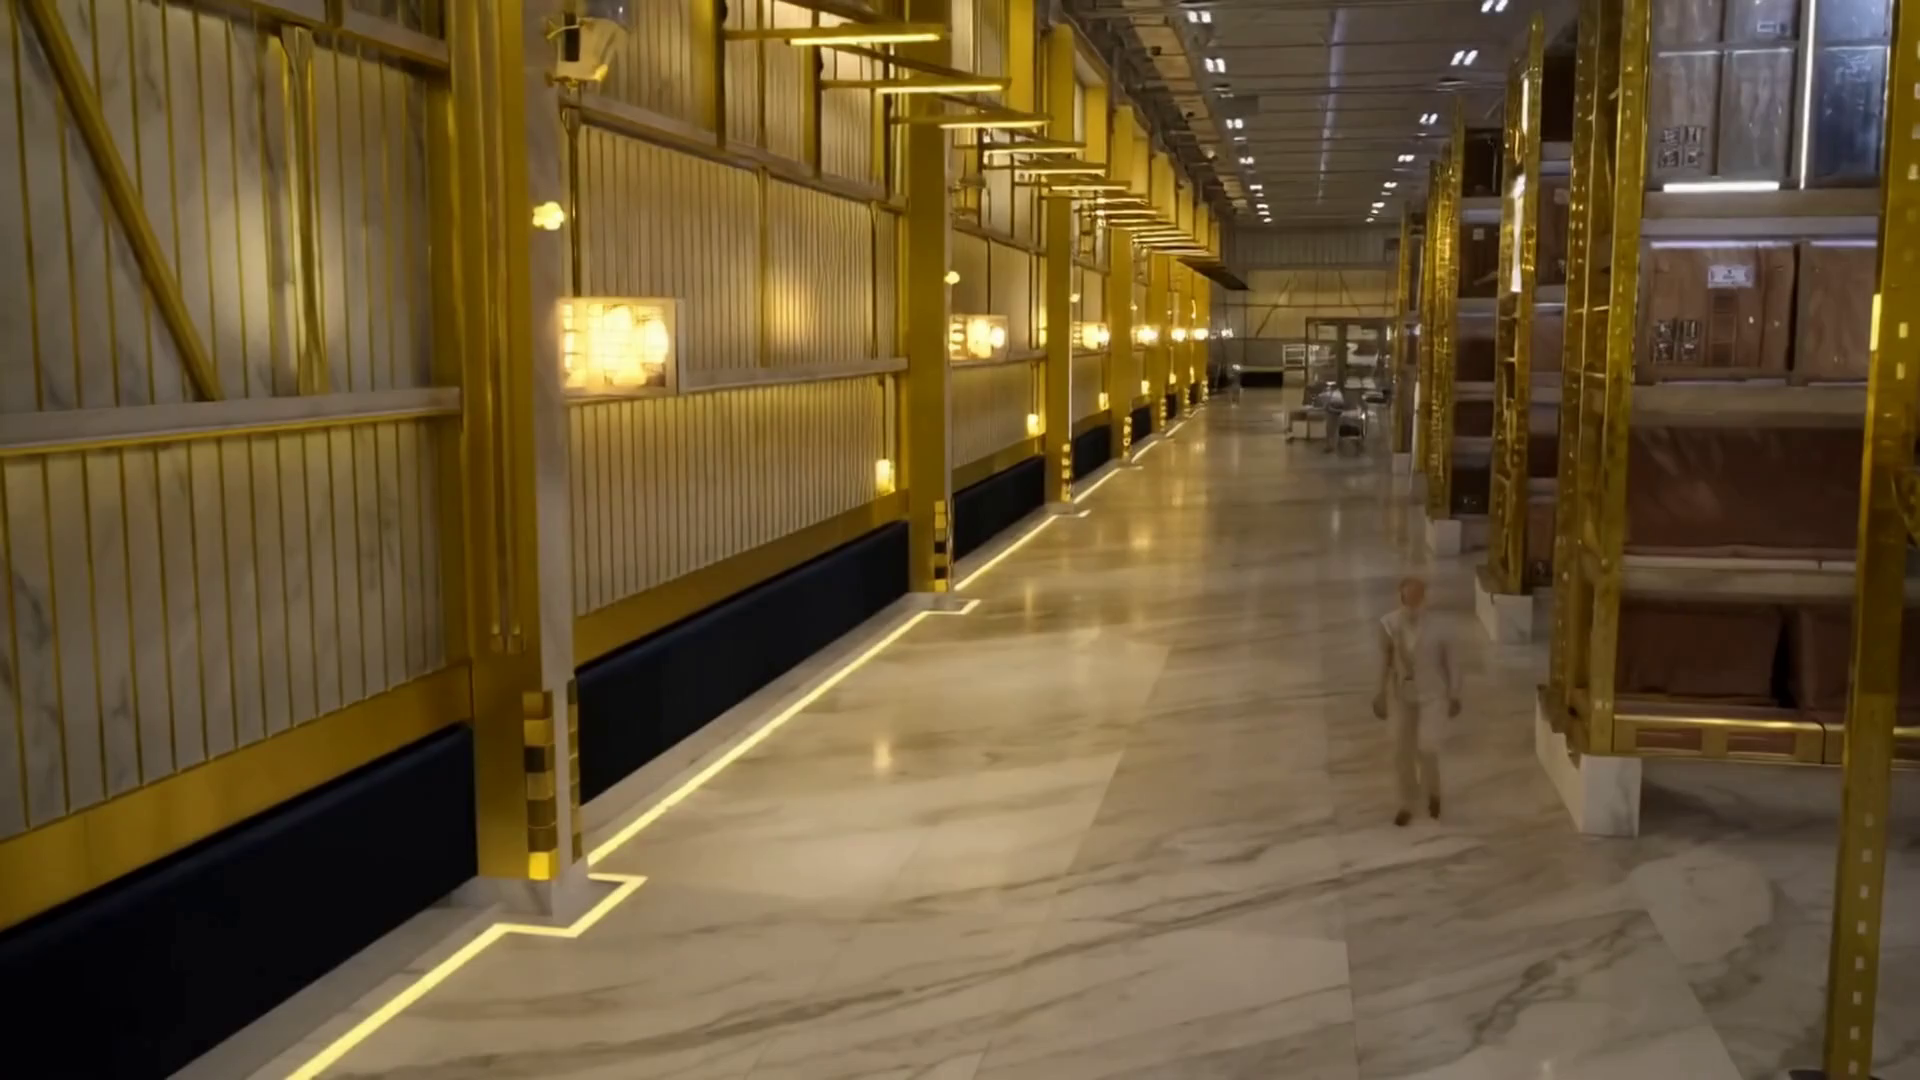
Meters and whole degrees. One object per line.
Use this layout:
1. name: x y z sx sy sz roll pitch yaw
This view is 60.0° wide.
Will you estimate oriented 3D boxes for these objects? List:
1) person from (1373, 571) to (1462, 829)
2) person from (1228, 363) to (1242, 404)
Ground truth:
1. person: 2.838 0.998 10.360 0.542 1.622 0.370 3 8 23
2. person: 11.921 -6.797 72.120 0.600 1.804 0.826 -1 7 -5
